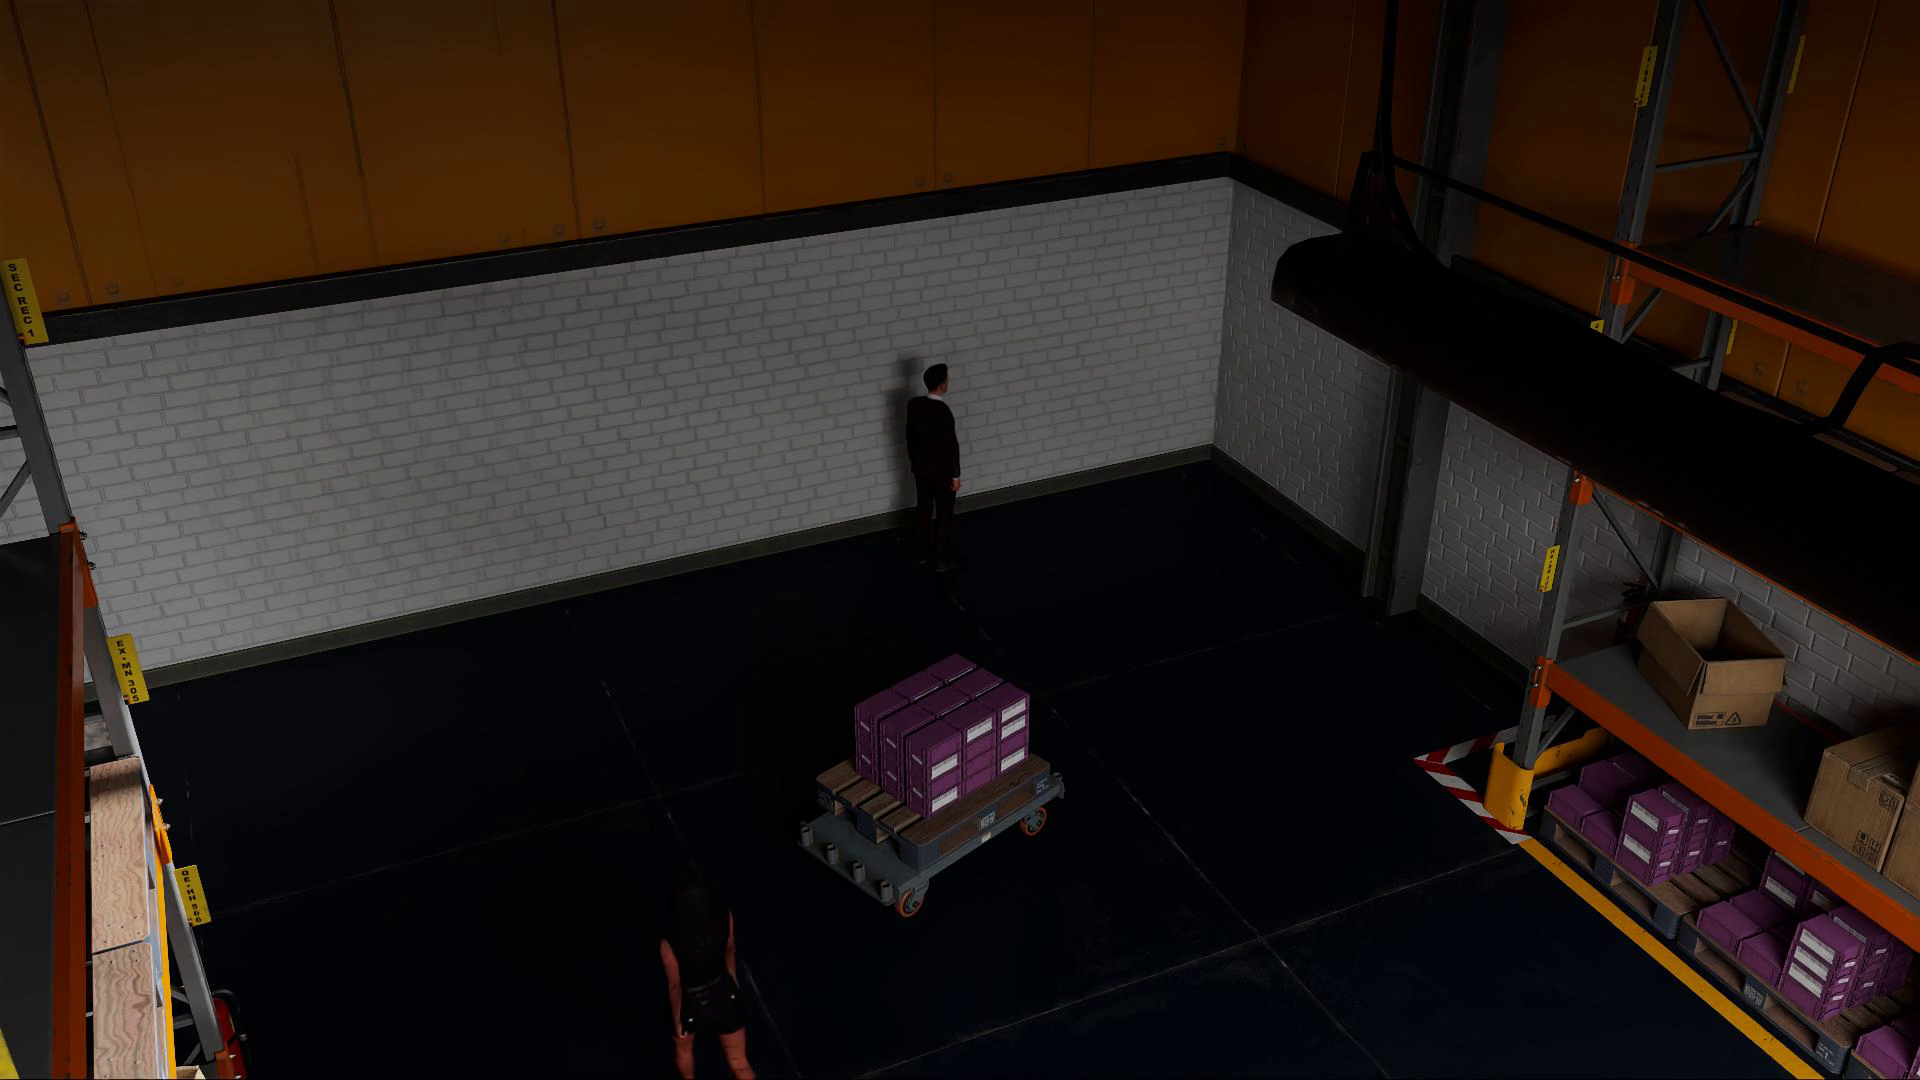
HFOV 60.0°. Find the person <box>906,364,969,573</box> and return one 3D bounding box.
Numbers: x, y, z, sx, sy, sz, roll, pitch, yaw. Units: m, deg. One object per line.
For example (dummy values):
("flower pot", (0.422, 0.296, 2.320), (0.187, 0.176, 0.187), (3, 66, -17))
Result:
("person", (-0.213, -0.618, 14.121), (0.689, 1.864, 0.837), (22, 35, 34))

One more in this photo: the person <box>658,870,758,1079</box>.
("person", (-1.263, 2.479, 8.609), (0.784, 1.704, 1.214), (-20, 34, -32))
